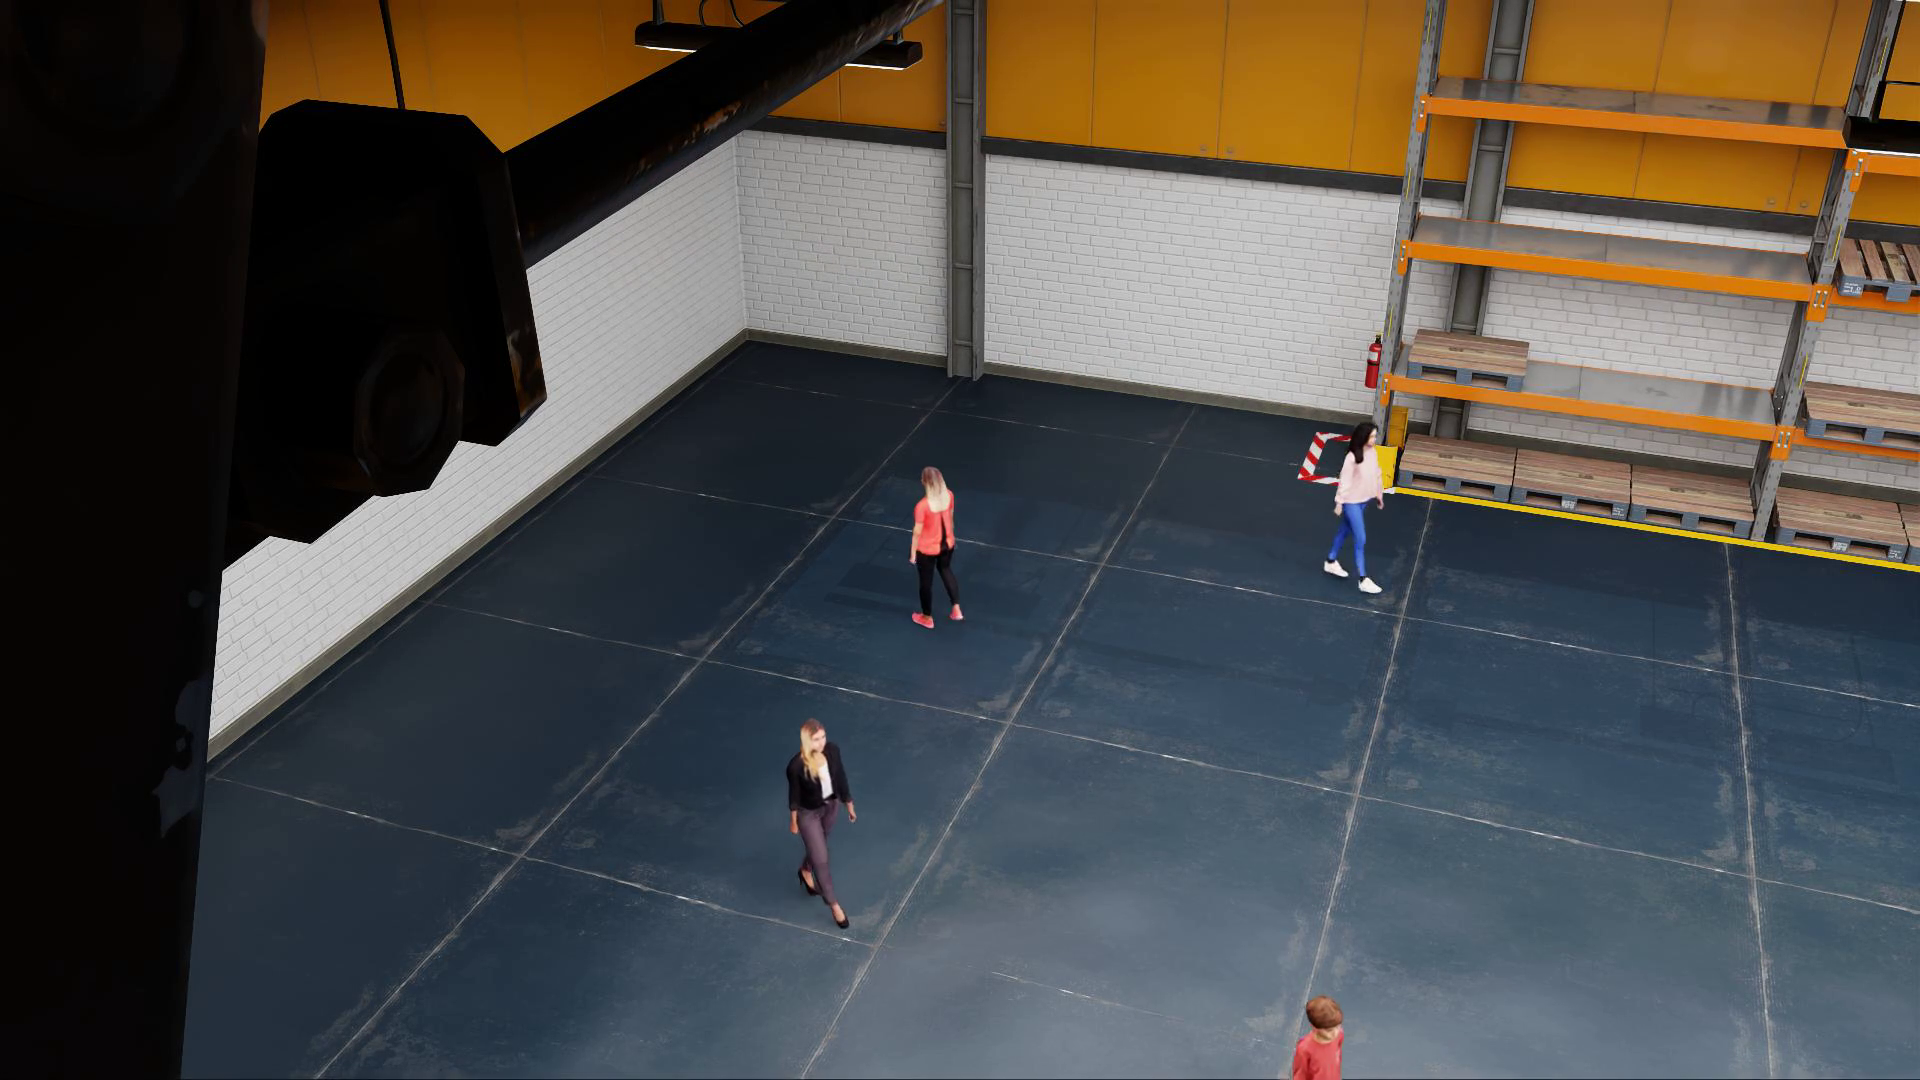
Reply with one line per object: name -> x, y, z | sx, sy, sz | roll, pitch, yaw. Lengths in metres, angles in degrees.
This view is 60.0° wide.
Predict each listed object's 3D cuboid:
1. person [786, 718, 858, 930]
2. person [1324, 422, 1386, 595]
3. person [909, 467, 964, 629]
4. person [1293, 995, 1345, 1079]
person -> -1.091, 1.964, 12.110 | 0.867, 1.644, 1.029 | -25, 37, -38
person -> 3.794, -0.385, 16.318 | 0.914, 1.739, 1.085 | -25, 37, -38
person -> -0.189, 0.094, 15.492 | 0.814, 1.689, 0.881 | -22, 36, -35
person -> 2.081, 3.264, 10.002 | 0.913, 1.381, 0.974 | -13, 31, -22
